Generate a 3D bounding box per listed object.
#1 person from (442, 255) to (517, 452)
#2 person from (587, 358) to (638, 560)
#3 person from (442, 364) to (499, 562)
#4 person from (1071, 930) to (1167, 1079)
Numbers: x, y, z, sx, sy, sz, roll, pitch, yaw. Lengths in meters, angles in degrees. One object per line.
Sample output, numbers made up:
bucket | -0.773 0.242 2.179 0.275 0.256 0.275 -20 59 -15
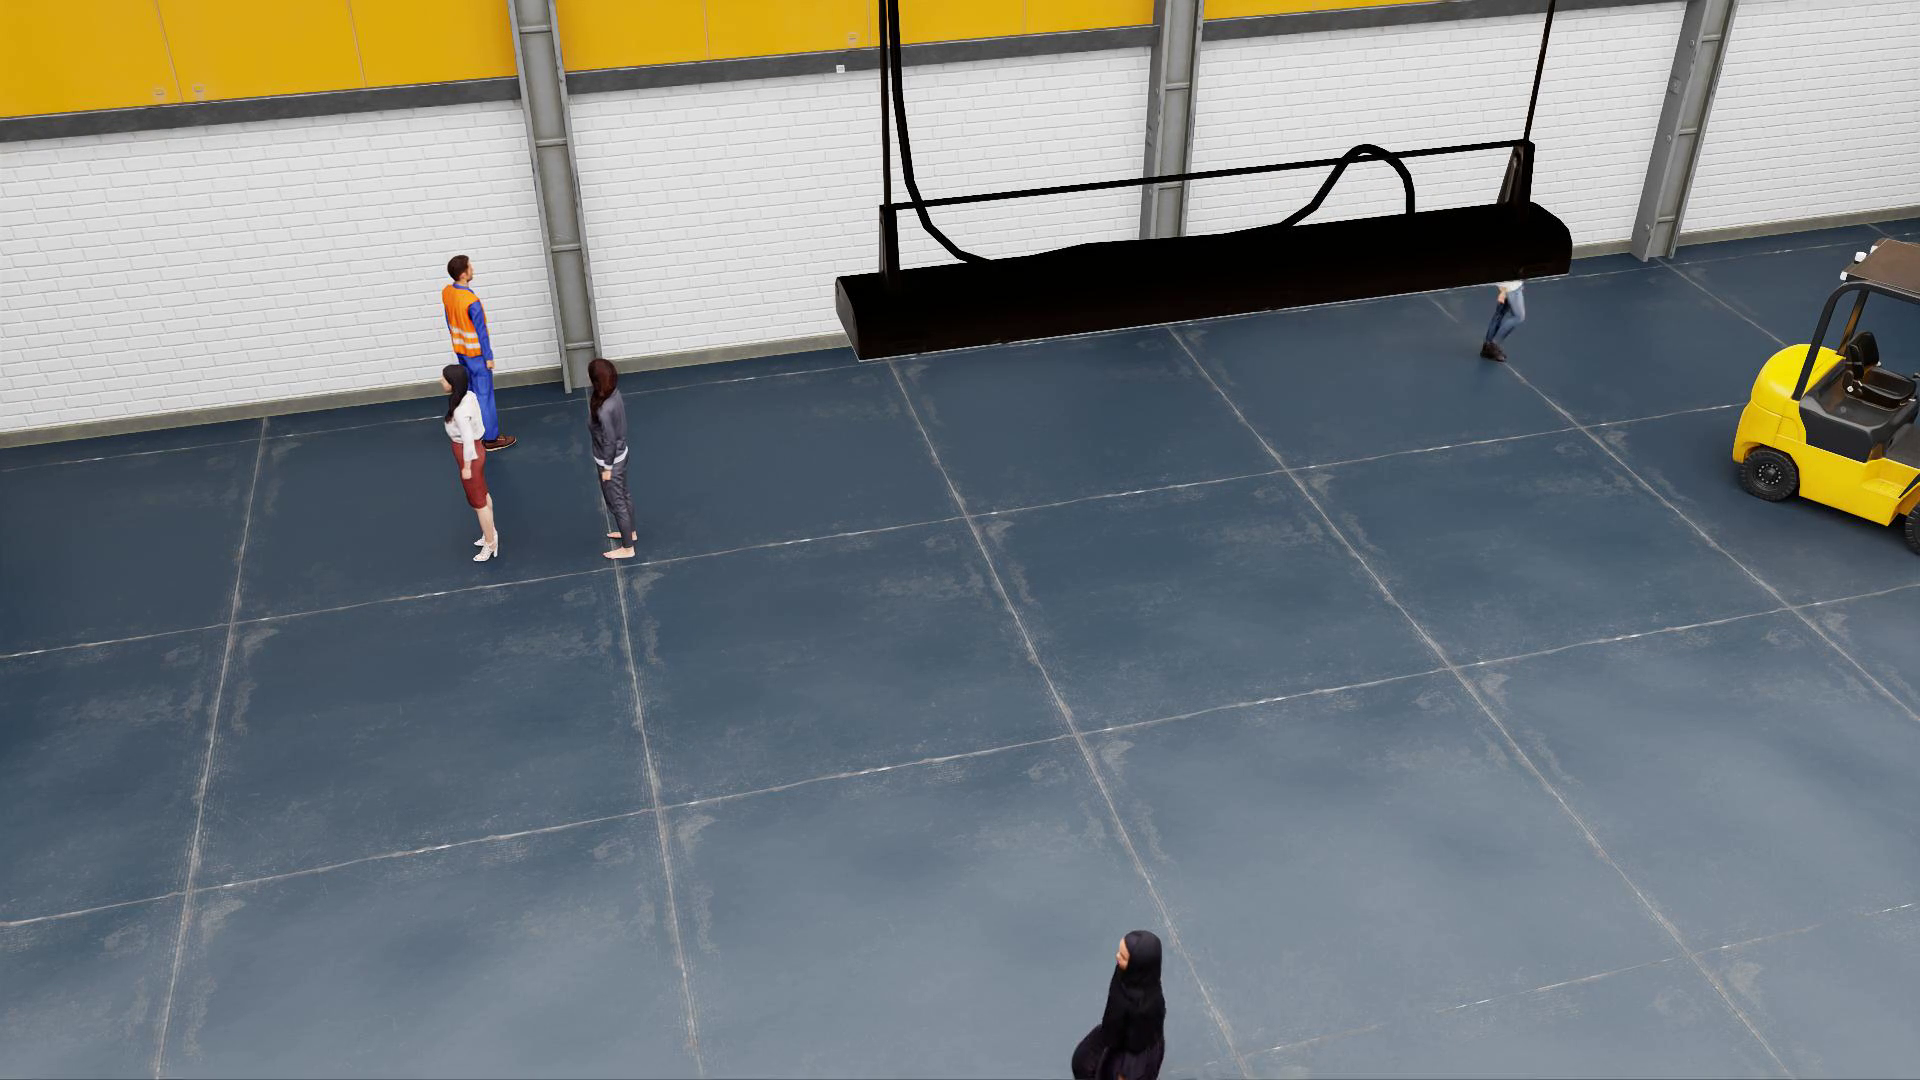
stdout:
person | -4.375 -1.690 14.942 0.787 1.864 0.802 26 41 33
person | -2.821 -0.677 13.504 0.592 1.768 0.657 -2 34 -3
person | -3.956 -0.633 13.453 0.523 1.751 0.605 -6 34 -9
person | 0.963 2.615 8.696 0.797 1.608 0.684 -2 34 -4
